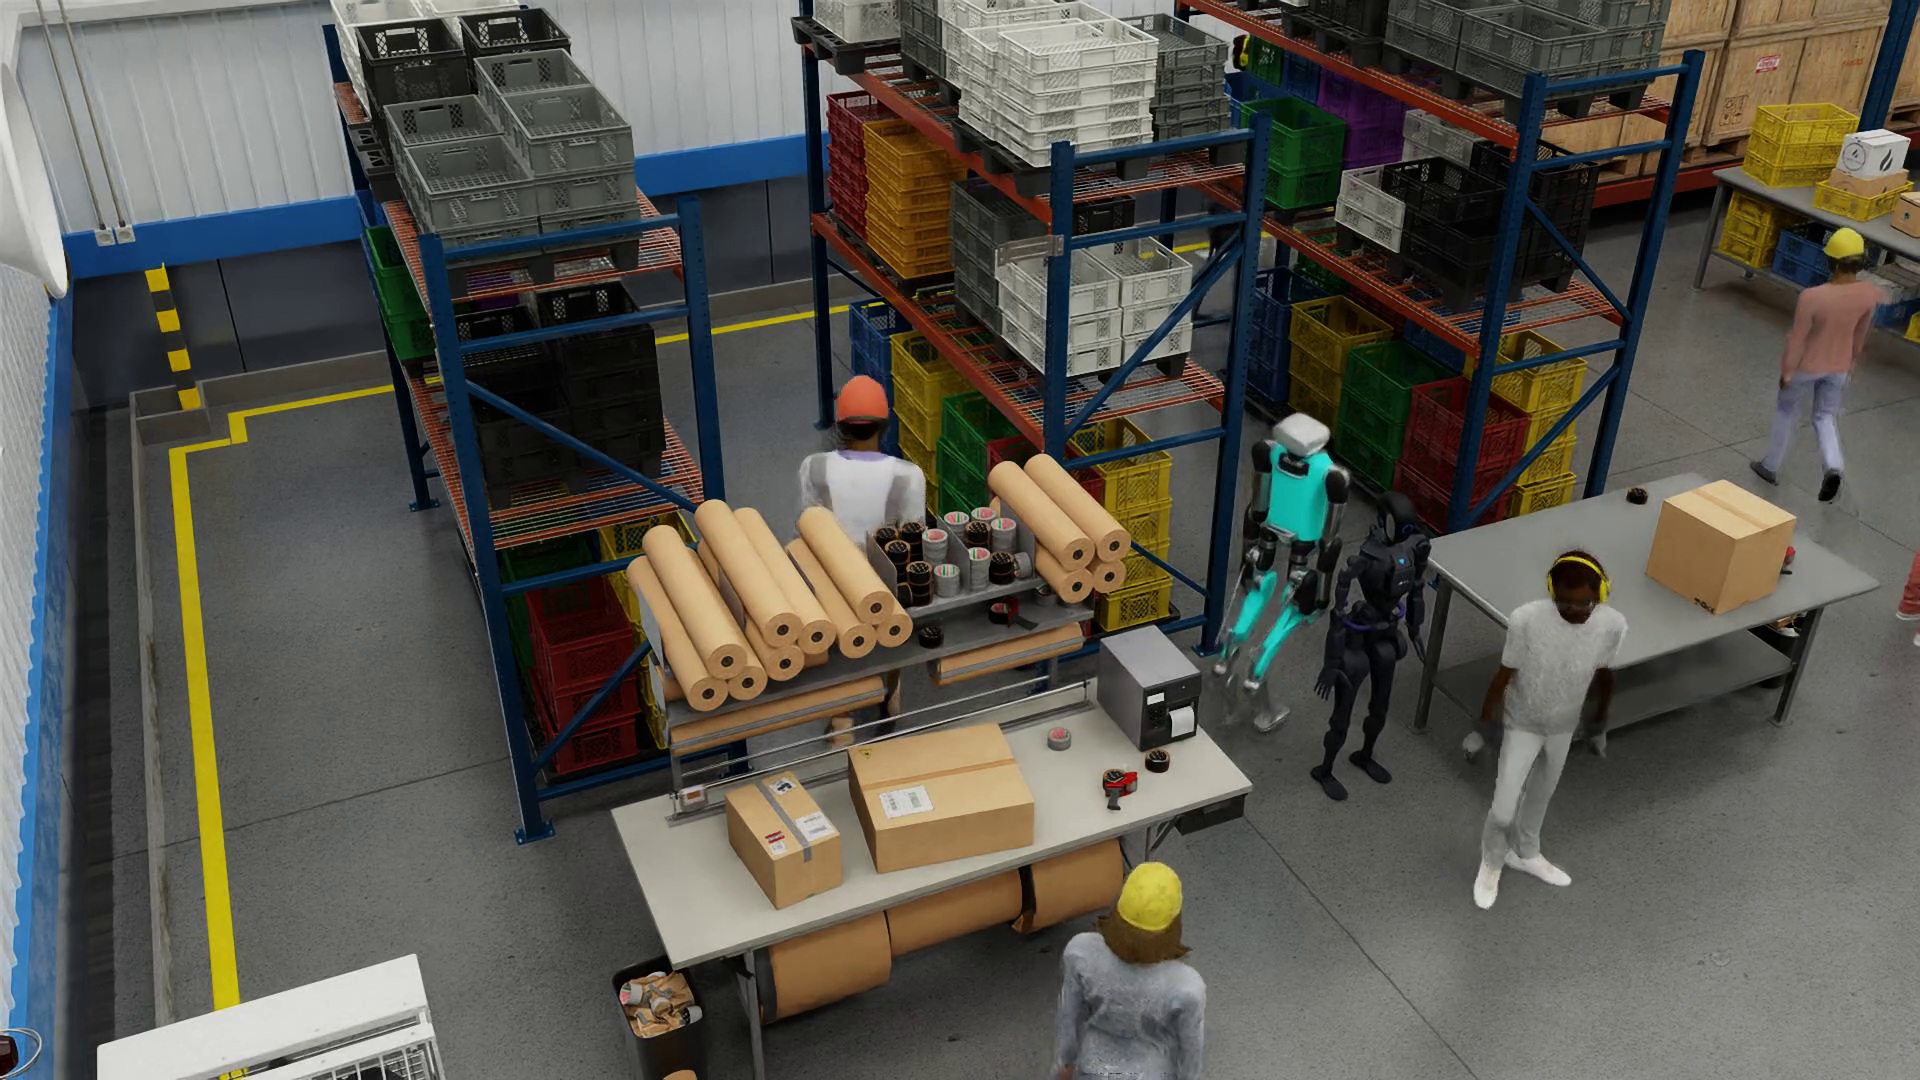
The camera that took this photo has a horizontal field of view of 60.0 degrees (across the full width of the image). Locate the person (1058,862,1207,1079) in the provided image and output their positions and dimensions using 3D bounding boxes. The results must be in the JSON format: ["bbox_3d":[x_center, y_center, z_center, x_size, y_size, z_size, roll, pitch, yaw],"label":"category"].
[{"bbox_3d":[0.587,1.776,5.690,0.496,1.726,0.386,13,34,20],"label":"person"}]

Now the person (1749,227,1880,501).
[{"bbox_3d":[5.336,-1.061,10.280,0.530,1.745,0.626,-1,32,-1],"label":"person"}]

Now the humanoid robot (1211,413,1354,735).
[{"bbox_3d":[1.483,0.273,8.111,0.533,1.787,0.634,27,41,36],"label":"humanoid robot"}]

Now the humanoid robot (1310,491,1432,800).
[{"bbox_3d":[1.939,0.482,7.837,0.609,1.649,0.306,-16,35,-25],"label":"humanoid robot"}]

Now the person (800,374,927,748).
[{"bbox_3d":[-0.455,0.170,8.033,0.602,2.008,0.850,0,32,0],"label":"person"}]

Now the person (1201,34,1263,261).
[{"bbox_3d":[2.287,-3.208,13.657,0.334,1.869,0.518,18,36,27],"label":"person"}]

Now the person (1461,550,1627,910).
[{"bbox_3d":[2.485,0.820,7.135,0.650,1.844,0.438,-2,32,-4],"label":"person"}]

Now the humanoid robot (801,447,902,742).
[{"bbox_3d":[-0.510,0.299,8.135,0.599,1.654,0.333,6,32,9],"label":"humanoid robot"}]

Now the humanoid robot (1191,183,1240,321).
[{"bbox_3d":[2.094,-2.421,12.586,0.707,1.628,0.606,-9,33,-14],"label":"humanoid robot"}]

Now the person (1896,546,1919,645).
[{"bbox_3d":[5.444,-0.302,8.899,0.409,1.909,0.592,0,32,0],"label":"person"}]
